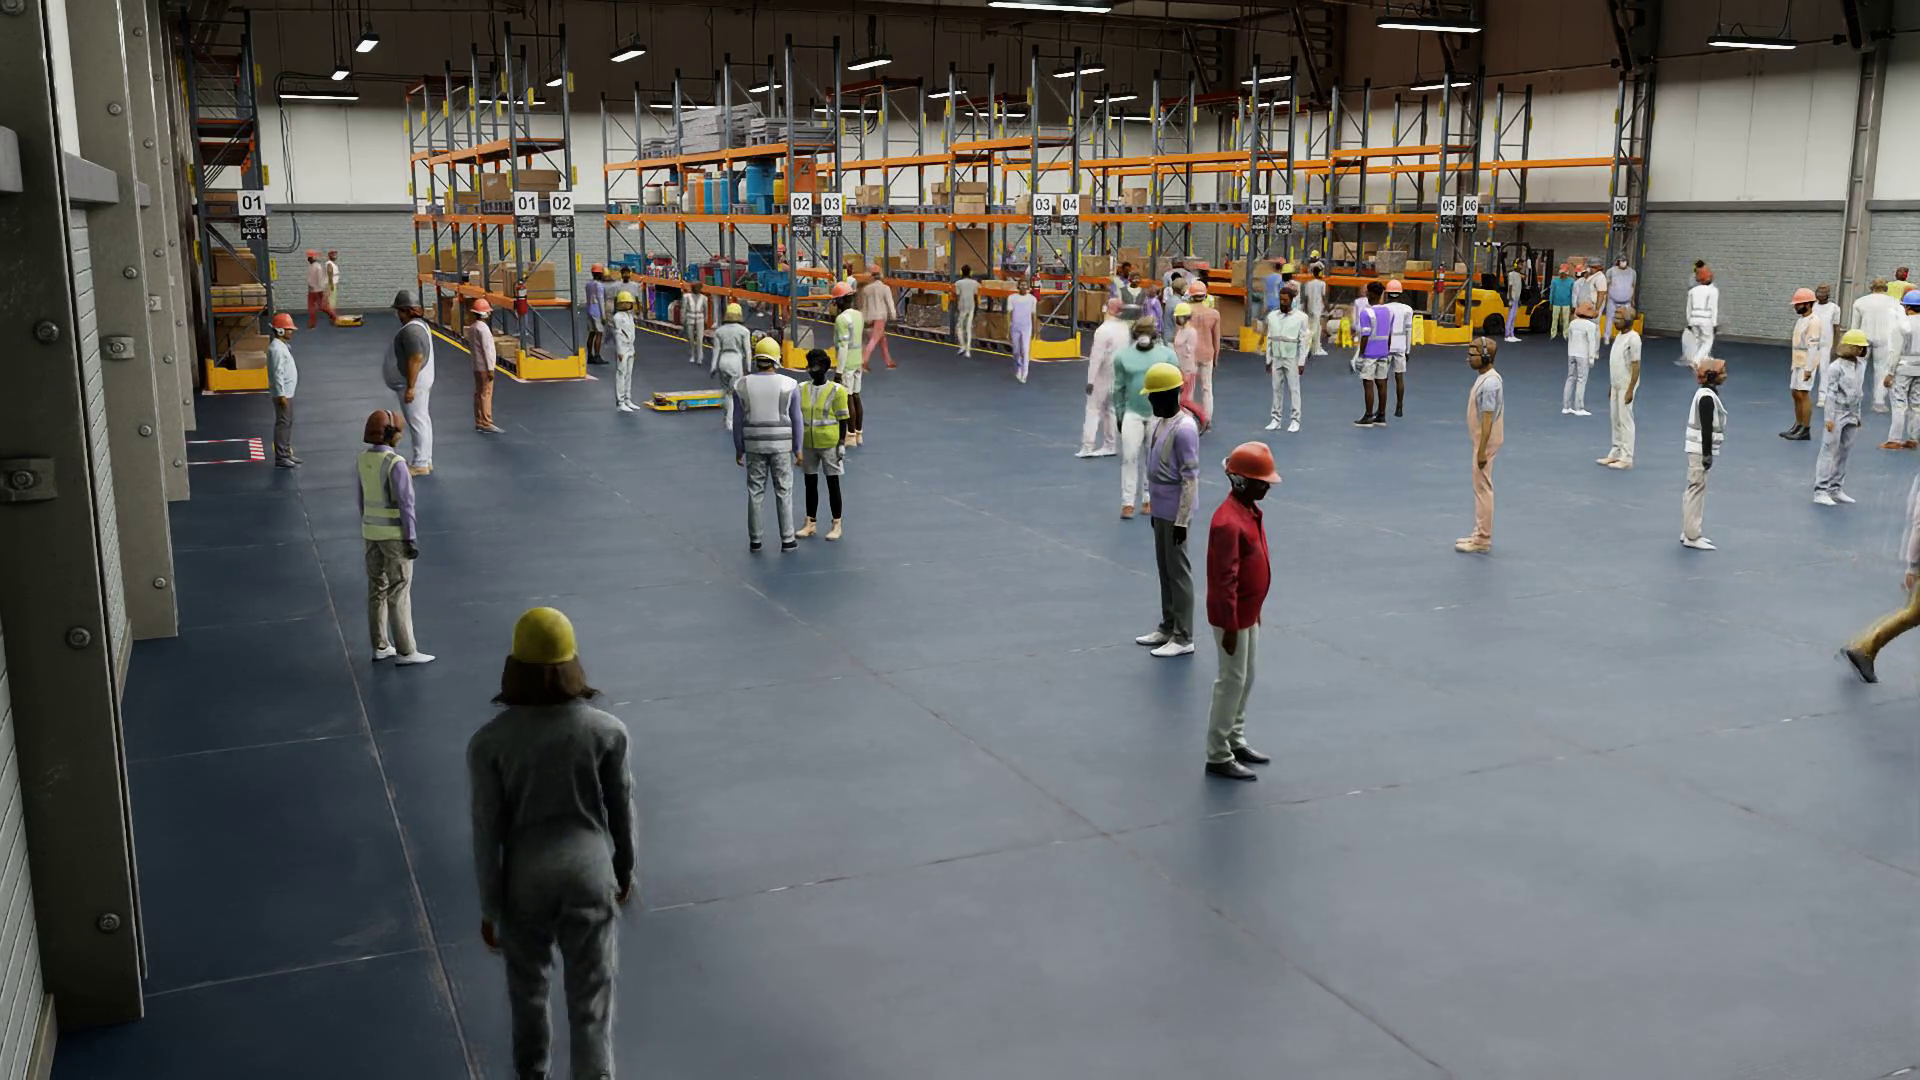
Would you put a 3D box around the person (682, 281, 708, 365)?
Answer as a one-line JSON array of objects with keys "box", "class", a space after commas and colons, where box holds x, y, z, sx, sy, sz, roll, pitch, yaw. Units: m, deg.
[{"box": [-5.079, -4.174, 31.888, 0.516, 1.588, 0.893, -3, 11, -13], "class": "person"}]

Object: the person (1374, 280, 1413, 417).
[{"box": [6.108, -2.706, 23.545, 0.544, 1.939, 0.354, 0, 11, 0], "class": "person"}]

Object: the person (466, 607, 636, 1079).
[{"box": [-1.246, 1.037, 5.132, 0.496, 1.697, 0.826, -4, 12, -19], "class": "person"}]

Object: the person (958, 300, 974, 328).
[{"box": [0.154, -6.297, 41.821, 0.588, 1.928, 0.384, -5, 12, -25], "class": "person"}]

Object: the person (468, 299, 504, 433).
[{"box": [-6.252, -2.287, 21.874, 0.319, 1.755, 0.572, -8, 13, -34], "class": "person"}]

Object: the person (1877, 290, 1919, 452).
[{"box": [11.458, -2.035, 20.109, 0.612, 1.947, 0.388, -3, 12, -15], "class": "person"}]

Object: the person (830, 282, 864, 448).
[{"box": [-1.399, -2.140, 20.418, 0.393, 2.036, 0.605, 4, 12, 18], "class": "person"}]

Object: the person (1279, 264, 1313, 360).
[{"box": [6.478, -4.430, 32.421, 0.779, 1.902, 0.614, 8, 14, 34], "class": "person"}]

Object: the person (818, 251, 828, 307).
[{"box": [-4.090, -7.813, 49.990, 0.374, 1.752, 0.516, -3, 12, -16], "class": "person"}]

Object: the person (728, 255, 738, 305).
[{"box": [-6.825, -7.672, 49.608, 0.522, 1.619, 0.337, -11, 15, -43], "class": "person"}]

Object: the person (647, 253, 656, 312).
[{"box": [-8.637, -7.172, 46.699, 0.323, 1.755, 0.563, -4, 12, -19], "class": "person"}]

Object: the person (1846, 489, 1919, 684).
[{"box": [5.733, 0.099, 9.836, 0.533, 1.729, 0.876, -8, 14, -35], "class": "person"}]

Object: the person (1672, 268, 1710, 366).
[{"box": [13.751, -4.167, 31.177, 0.774, 1.853, 0.598, 8, 14, 35], "class": "person"}]

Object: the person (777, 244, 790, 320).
[{"box": [-4.773, -6.942, 44.843, 0.399, 2.039, 0.610, -1, 11, -6], "class": "person"}]

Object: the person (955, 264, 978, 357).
[{"box": [0.127, -4.608, 33.435, 0.523, 1.853, 0.502, -3, 11, -13], "class": "person"}]

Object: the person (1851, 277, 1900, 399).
[{"box": [13.696, -2.975, 24.950, 0.625, 1.931, 0.380, 8, 14, 35], "class": "person"}]

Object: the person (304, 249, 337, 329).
[{"box": [-16.001, -6.243, 41.430, 0.631, 1.980, 0.721, 9, 14, 38], "class": "person"}]

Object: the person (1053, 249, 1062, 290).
[{"box": [2.973, -7.956, 50.671, 0.320, 1.766, 0.535, 3, 11, 13], "class": "person"}]

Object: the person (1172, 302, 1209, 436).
[{"box": [2.846, -2.136, 21.111, 0.606, 1.746, 0.554, -3, 12, -15], "class": "person"}]

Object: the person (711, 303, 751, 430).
[{"box": [-3.055, -2.282, 22.007, 0.541, 1.697, 0.659, 3, 11, 14], "class": "person"}]

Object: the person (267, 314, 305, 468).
[{"box": [-7.664, -1.696, 18.909, 0.344, 1.744, 0.569, -3, 11, -13], "class": "person"}]

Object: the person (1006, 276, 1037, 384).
[{"box": [1.061, -3.595, 28.398, 0.503, 1.821, 0.875, 2, 11, 8], "class": "person"}]

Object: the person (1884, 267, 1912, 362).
[{"box": [17.992, -4.320, 31.981, 0.377, 1.844, 0.567, -6, 13, -29], "class": "person"}]

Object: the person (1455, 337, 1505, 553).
[{"box": [4.439, -0.806, 14.153, 0.348, 1.839, 0.504, 3, 11, 14], "class": "person"}]

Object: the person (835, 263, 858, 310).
[{"box": [-2.343, -4.805, 34.445, 0.570, 1.844, 0.377, 8, 14, 36], "class": "person"}]

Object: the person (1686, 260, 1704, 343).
[{"box": [16.352, -5.273, 36.835, 0.518, 1.853, 0.635, -3, 12, -15], "class": "person"}]

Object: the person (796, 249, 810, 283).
[{"box": [-5.004, -8.264, 52.295, 0.567, 1.740, 0.353, 1, 11, 7], "class": "person"}]

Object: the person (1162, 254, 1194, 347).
[{"box": [4.511, -4.956, 34.720, 0.682, 2.000, 0.535, -3, 12, -15], "class": "person"}]

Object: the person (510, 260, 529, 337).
[{"box": [-10.327, -5.711, 38.847, 0.381, 1.925, 0.593, 8, 14, 35], "class": "person"}]

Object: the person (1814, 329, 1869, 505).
[{"box": [8.770, -1.217, 16.481, 0.492, 1.740, 0.325, -5, 12, -26], "class": "person"}]

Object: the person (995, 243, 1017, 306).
[{"box": [1.414, -7.902, 49.801, 0.596, 2.006, 0.960, -6, 13, -30], "class": "person"}]

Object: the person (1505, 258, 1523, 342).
[{"box": [12.461, -5.386, 37.348, 0.328, 1.868, 0.509, 9, 14, 38], "class": "person"}]

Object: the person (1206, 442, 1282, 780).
[{"box": [1.442, 0.358, 8.489, 0.353, 1.737, 0.574, 4, 12, 22], "class": "person"}]

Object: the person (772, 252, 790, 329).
[{"box": [-4.468, -6.197, 41.374, 0.648, 1.904, 0.401, 4, 12, 21], "class": "person"}]

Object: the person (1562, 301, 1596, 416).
[{"box": [8.877, -2.595, 23.788, 0.288, 1.626, 0.498, -4, 12, -21], "class": "person"}]

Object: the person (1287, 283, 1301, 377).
[{"box": [5.847, -3.709, 29.409, 0.309, 1.638, 0.511, -2, 11, -8], "class": "person"}]

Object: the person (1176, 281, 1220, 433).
[{"box": [3.099, -2.383, 21.751, 0.608, 1.997, 0.375, -2, 11, -9], "class": "person"}]

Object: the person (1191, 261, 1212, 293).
[{"box": [4.855, -4.667, 33.556, 0.418, 1.918, 0.559, -3, 12, -15], "class": "person"}]

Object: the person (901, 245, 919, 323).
[{"box": [-1.293, -6.716, 43.658, 0.610, 2.043, 0.397, 4, 12, 21], "class": "person"}]

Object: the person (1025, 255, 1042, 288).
[{"box": [1.721, -5.719, 38.940, 0.400, 1.907, 0.644, 0, 11, 0], "class": "person"}]
